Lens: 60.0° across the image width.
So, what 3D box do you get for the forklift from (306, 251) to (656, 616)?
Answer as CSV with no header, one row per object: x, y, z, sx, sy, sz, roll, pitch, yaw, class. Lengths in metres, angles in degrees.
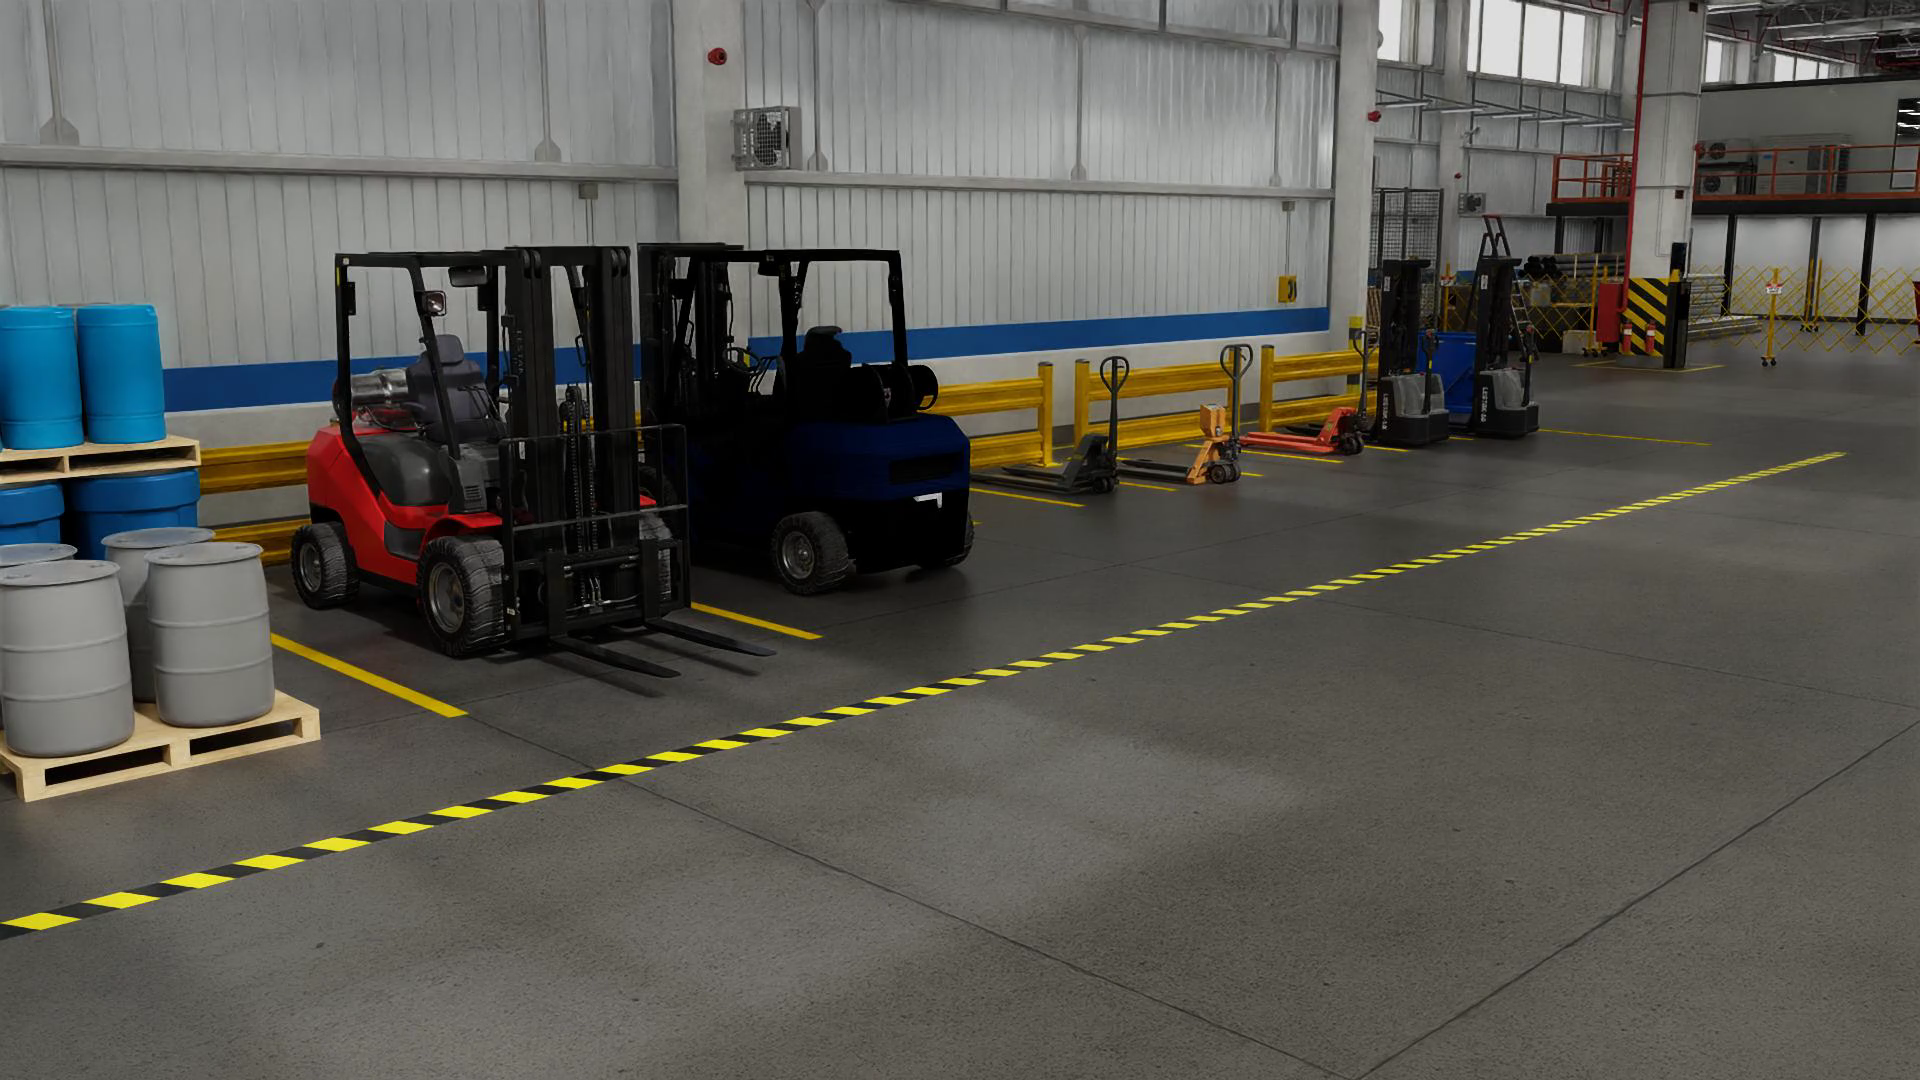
-2.833,-0.669,9.694,1.157,1.987,2.680,-10,14,-44,forklift

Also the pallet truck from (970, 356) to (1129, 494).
0.784,-1.085,14.876,0.680,1.201,1.601,-10,14,-44,pallet truck

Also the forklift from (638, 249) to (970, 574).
-1.173,-0.958,11.239,2.680,1.987,1.157,10,14,43,forklift

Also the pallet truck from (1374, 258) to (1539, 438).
5.704,-2.208,18.901,1.885,1.965,0.823,10,14,43,pallet truck

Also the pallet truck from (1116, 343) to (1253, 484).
1.962,-1.215,15.415,1.522,1.261,0.704,10,14,43,pallet truck

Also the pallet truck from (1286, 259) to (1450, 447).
4.493,-2.078,18.196,0.823,1.965,1.885,-9,14,-40,pallet truck

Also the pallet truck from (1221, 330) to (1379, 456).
3.563,-1.581,17.381,0.653,1.274,1.630,-10,14,-44,pallet truck
